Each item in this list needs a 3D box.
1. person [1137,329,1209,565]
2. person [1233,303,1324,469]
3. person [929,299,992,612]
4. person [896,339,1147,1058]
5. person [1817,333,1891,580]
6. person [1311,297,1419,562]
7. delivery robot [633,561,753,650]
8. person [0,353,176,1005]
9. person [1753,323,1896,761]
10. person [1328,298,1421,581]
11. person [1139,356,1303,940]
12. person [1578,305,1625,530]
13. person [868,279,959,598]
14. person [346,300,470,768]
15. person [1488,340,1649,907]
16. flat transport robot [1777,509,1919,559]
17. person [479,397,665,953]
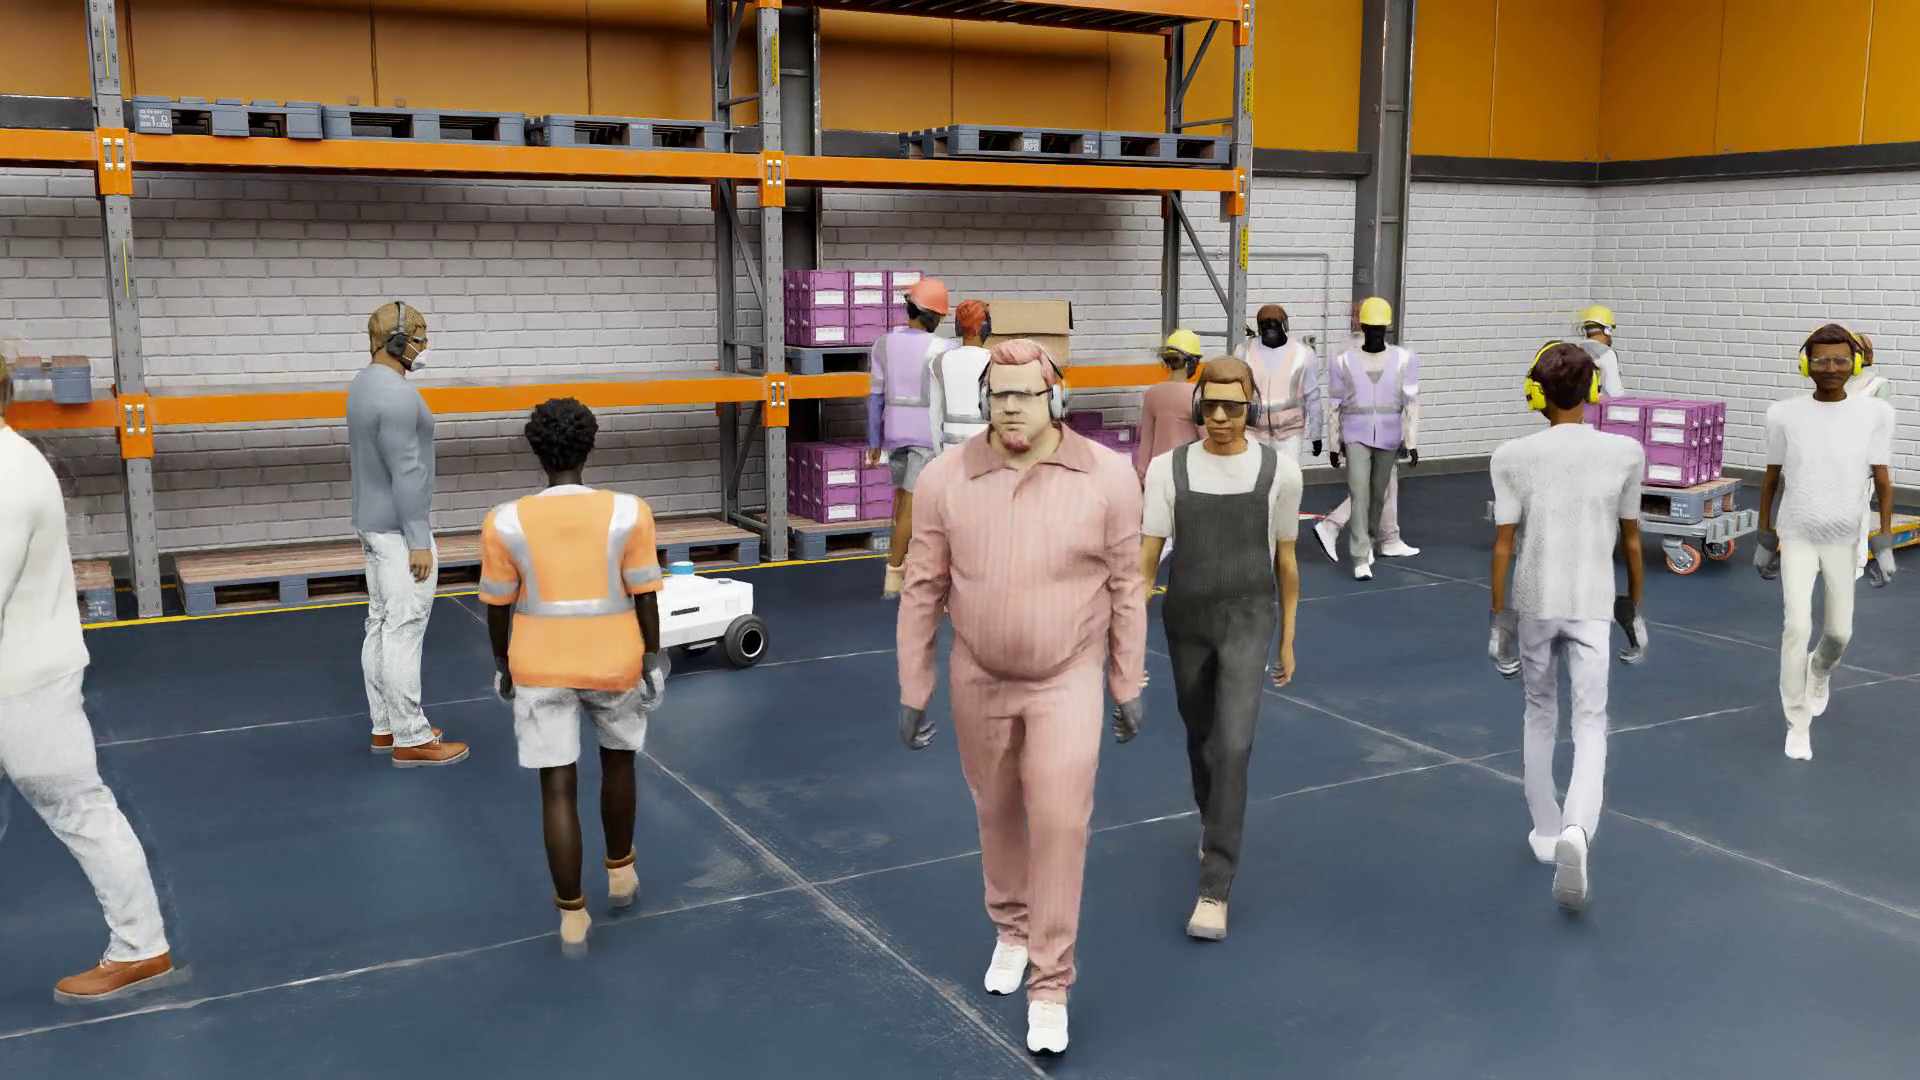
[{"bbox_3d":[1.230,-0.377,9.763,0.928,1.712,0.510,-6,11,-31],"label":"person"},{"bbox_3d":[2.228,-0.760,11.792,0.685,1.818,0.431,3,10,17],"label":"person"},{"bbox_3d":[0.090,-0.484,9.911,0.575,1.883,0.355,5,11,29],"label":"person"},{"bbox_3d":[0.147,0.410,4.488,0.672,1.871,0.874,2,10,12],"label":"person"},{"bbox_3d":[5.893,-0.553,11.066,0.306,1.639,0.523,-5,11,-30],"label":"person"},{"bbox_3d":[2.891,-0.768,11.696,0.846,1.862,0.648,-1,9,-9],"label":"person"},{"bbox_3d":[-1.415,0.355,8.548,0.477,0.478,0.707,9,13,43],"label":"delivery robot"},{"bbox_3d":[-2.698,0.400,4.499,0.990,1.892,0.636,-6,11,-34],"label":"person"},{"bbox_3d":[3.733,-0.020,7.197,0.537,1.846,0.762,4,10,22],"label":"person"},{"bbox_3d":[2.798,-0.698,11.286,0.593,1.880,1.012,1,9,6],"label":"person"},{"bbox_3d":[0.838,0.293,5.454,0.531,1.801,0.985,3,10,16],"label":"person"},{"bbox_3d":[4.902,-0.945,13.039,0.931,1.782,0.601,0,9,0],"label":"person"},{"bbox_3d":[-0.222,-0.657,10.641,0.606,1.985,0.956,5,11,29],"label":"person"},{"bbox_3d":[-2.337,-0.023,6.944,0.373,1.935,0.628,-6,11,-34],"label":"person"},{"bbox_3d":[2.018,0.258,5.534,0.530,1.841,0.815,3,10,20],"label":"person"},{"bbox_3d":[6.568,-0.057,12.206,1.431,0.197,0.652,-8,12,-39],"label":"flat transport robot"},{"bbox_3d":[-1.201,0.389,5.198,0.552,1.667,0.695,-2,10,-12],"label":"person"}]
